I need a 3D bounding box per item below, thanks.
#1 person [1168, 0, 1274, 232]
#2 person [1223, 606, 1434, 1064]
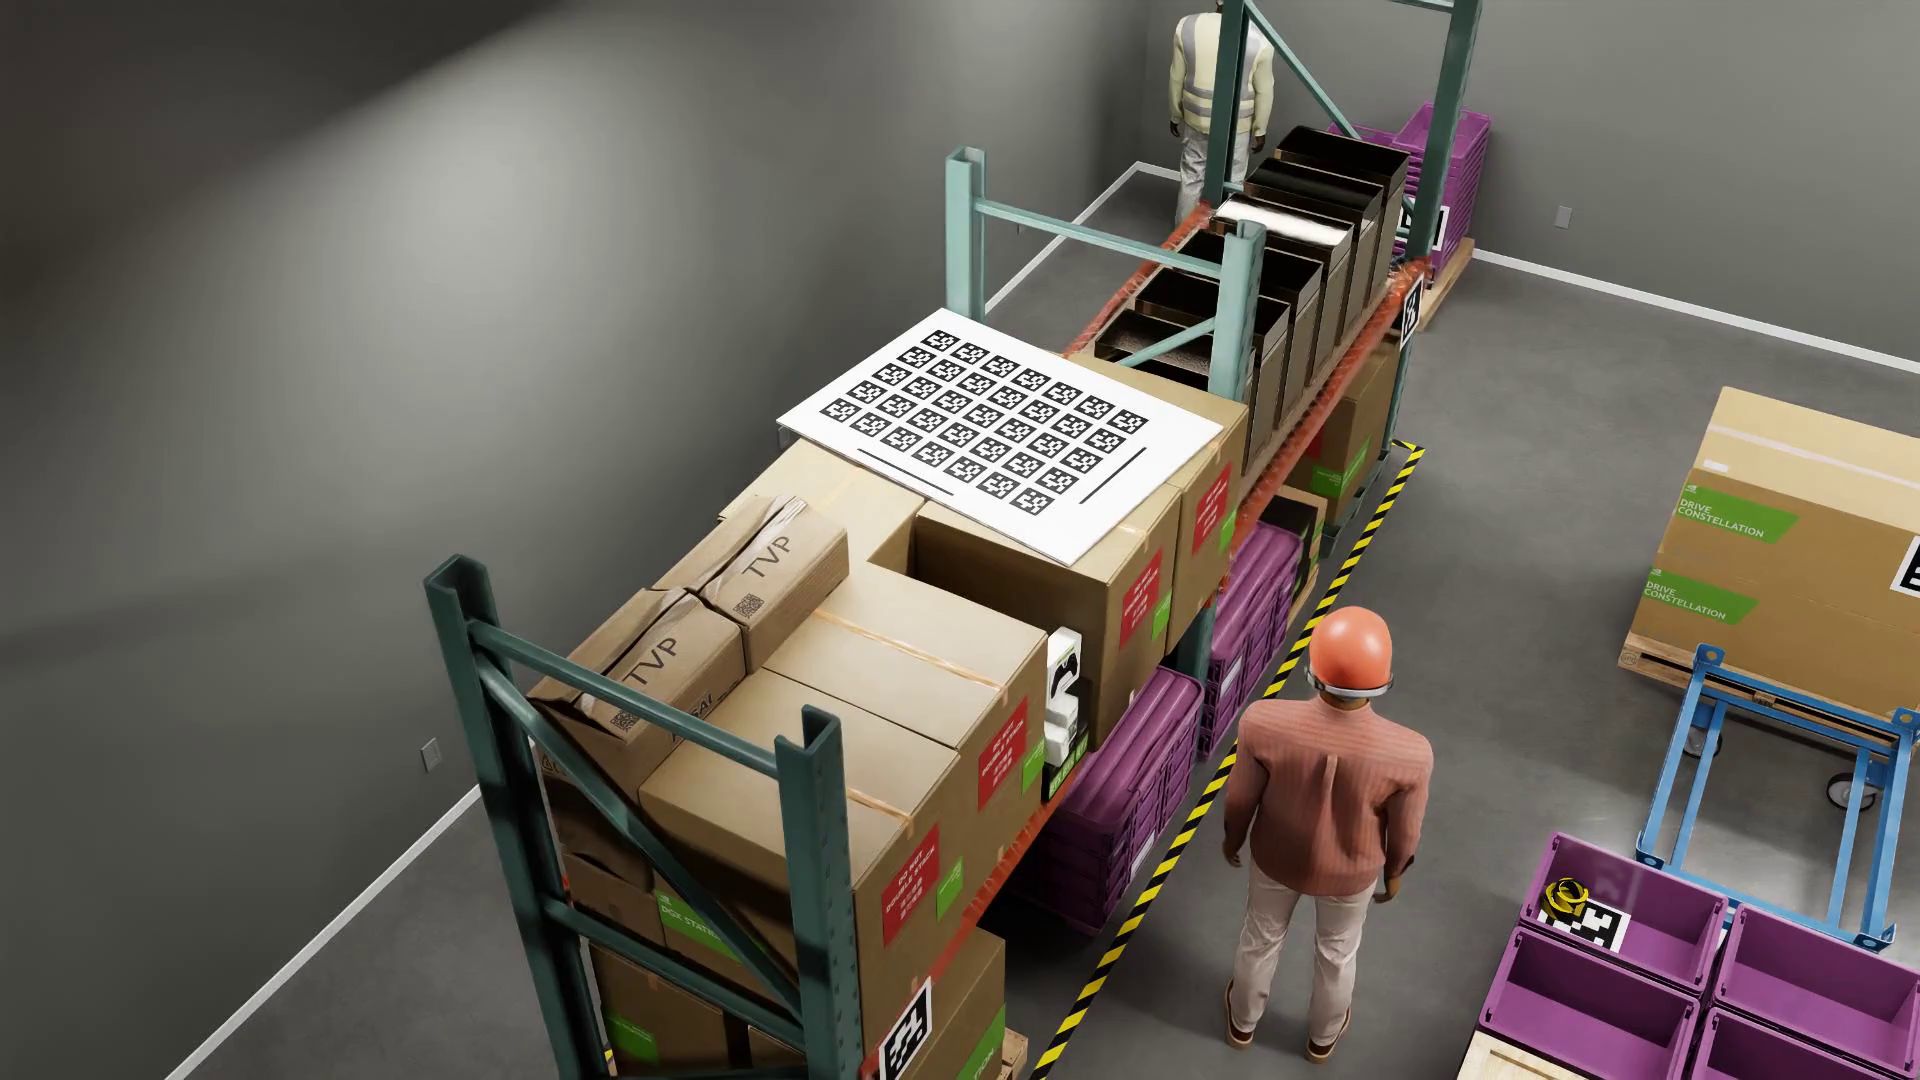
[{"bbox_3d":[1.498,-2.446,9.595,0.601,1.828,0.404,15,42,17],"label":"person"},{"bbox_3d":[1.147,0.992,5.370,0.609,1.997,0.373,10,41,12],"label":"person"}]
